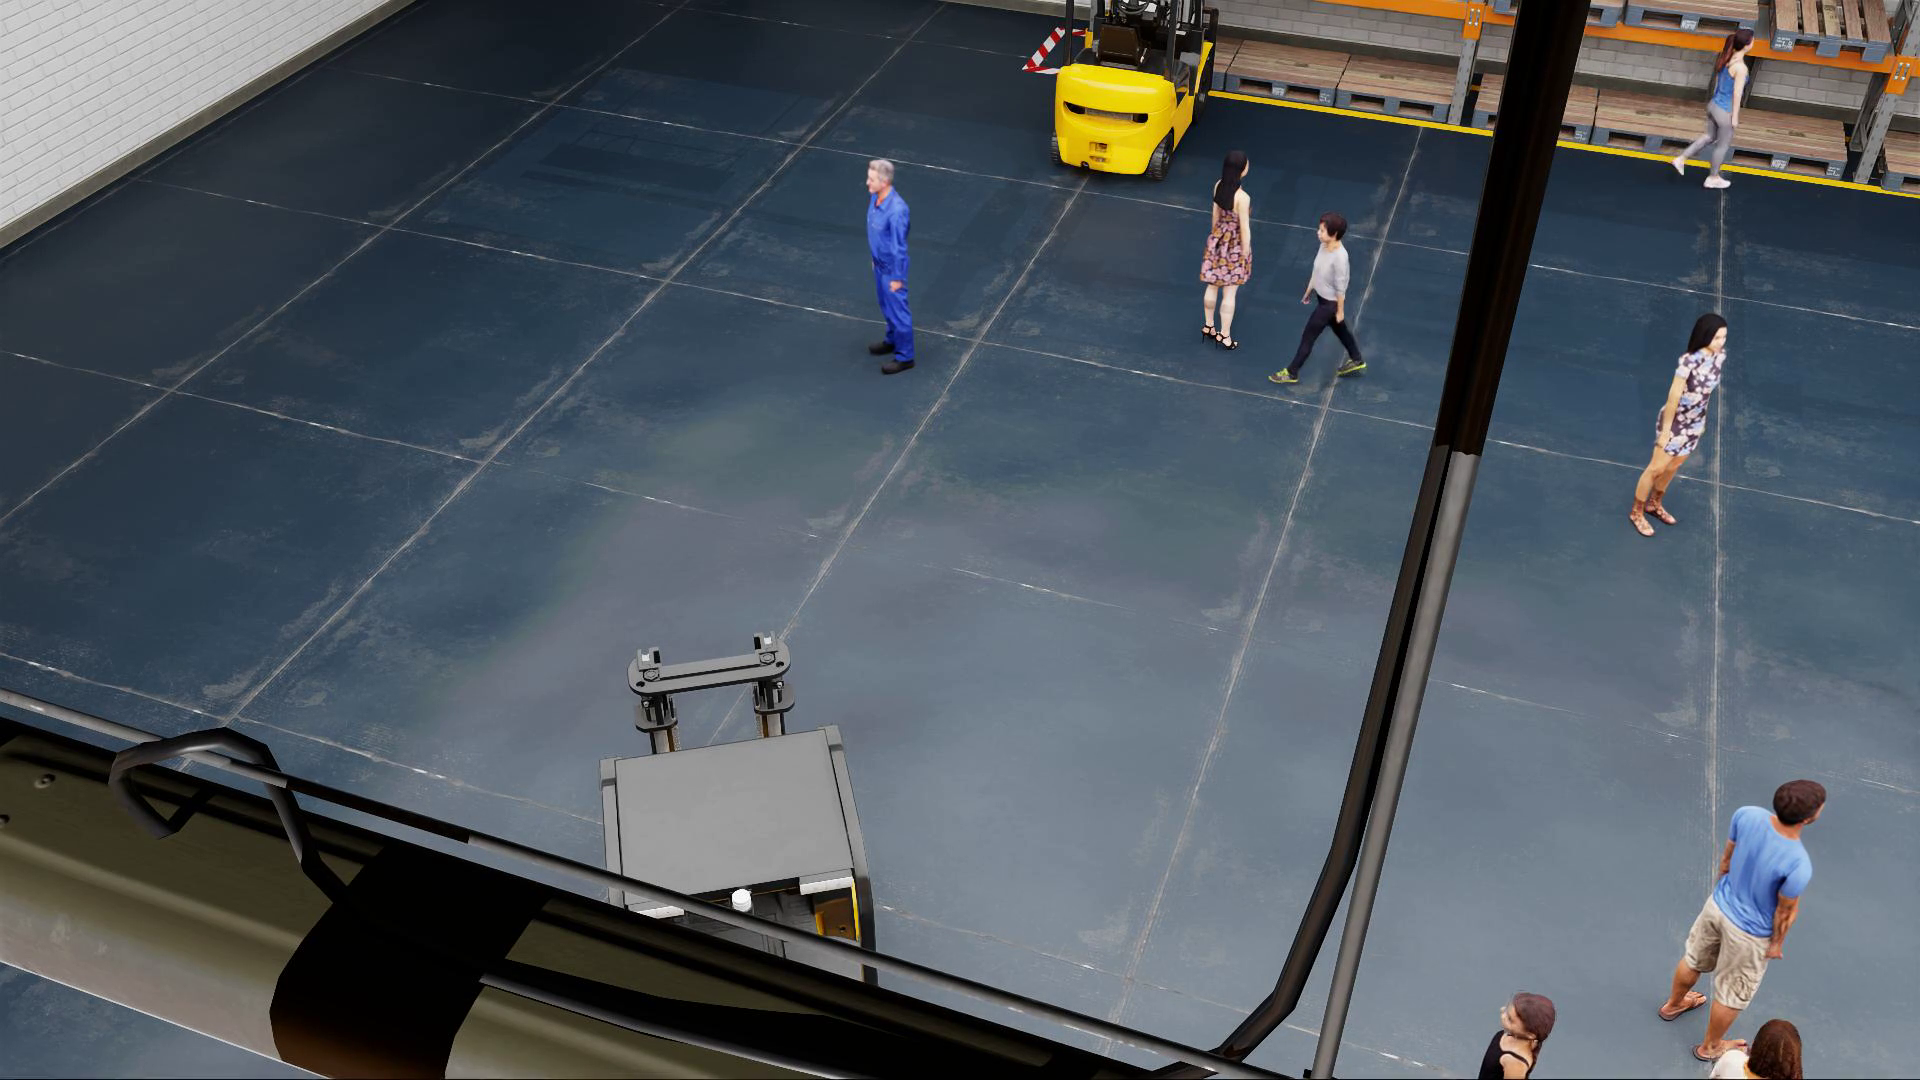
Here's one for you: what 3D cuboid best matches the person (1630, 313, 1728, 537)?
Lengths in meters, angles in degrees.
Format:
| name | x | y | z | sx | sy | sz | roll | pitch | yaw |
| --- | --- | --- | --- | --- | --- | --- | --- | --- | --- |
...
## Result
| name | x | y | z | sx | sy | sz | roll | pitch | yaw |
| --- | --- | --- | --- | --- | --- | --- | --- | --- | --- |
| person | 5.130 | -0.836 | 11.831 | 0.665 | 1.733 | 0.712 | -19 | 42 | -22 |

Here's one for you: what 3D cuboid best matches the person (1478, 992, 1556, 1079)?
| name | x | y | z | sx | sy | sz | roll | pitch | yaw |
| --- | --- | --- | --- | --- | --- | --- | --- | --- | --- |
| person | 2.474 | 2.593 | 7.673 | 0.542 | 1.564 | 0.556 | 19 | 42 | 22 |

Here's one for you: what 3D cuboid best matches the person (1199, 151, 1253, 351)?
| name | x | y | z | sx | sy | sz | roll | pitch | yaw |
| --- | --- | --- | --- | --- | --- | --- | --- | --- | --- |
| person | 2.217 | -2.390 | 13.743 | 0.863 | 1.775 | 0.790 | -22 | 44 | -25 |

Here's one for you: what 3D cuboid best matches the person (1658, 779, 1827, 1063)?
| name | x | y | z | sx | sy | sz | roll | pitch | yaw |
| --- | --- | --- | --- | --- | --- | --- | --- | --- | --- |
| person | 3.920 | 1.882 | 8.323 | 0.783 | 1.863 | 0.751 | -11 | 40 | -14 |

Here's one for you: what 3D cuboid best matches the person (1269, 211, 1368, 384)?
| name | x | y | z | sx | sy | sz | roll | pitch | yaw |
| --- | --- | --- | --- | --- | --- | --- | --- | --- | --- |
| person | 3.044 | -1.926 | 13.375 | 1.126 | 1.509 | 0.859 | -4 | 39 | -5 |

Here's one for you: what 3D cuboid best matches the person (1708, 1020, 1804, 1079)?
| name | x | y | z | sx | sy | sz | roll | pitch | yaw |
| --- | --- | --- | --- | --- | --- | --- | --- | --- | --- |
| person | 3.376 | 2.761 | 7.387 | 0.979 | 1.657 | 0.945 | -21 | 43 | -24 |

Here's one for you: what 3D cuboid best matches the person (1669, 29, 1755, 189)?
| name | x | y | z | sx | sy | sz | roll | pitch | yaw |
| --- | --- | --- | --- | --- | --- | --- | --- | --- | --- |
| person | 7.335 | -4.153 | 16.091 | 0.938 | 1.598 | 0.781 | -3 | 39 | -4 |

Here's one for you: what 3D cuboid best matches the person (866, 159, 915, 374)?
| name | x | y | z | sx | sy | sz | roll | pitch | yaw |
| --- | --- | --- | --- | --- | --- | --- | --- | --- | --- |
| person | -0.555 | -2.246 | 13.522 | 0.823 | 1.825 | 0.778 | -15 | 41 | -17 |
